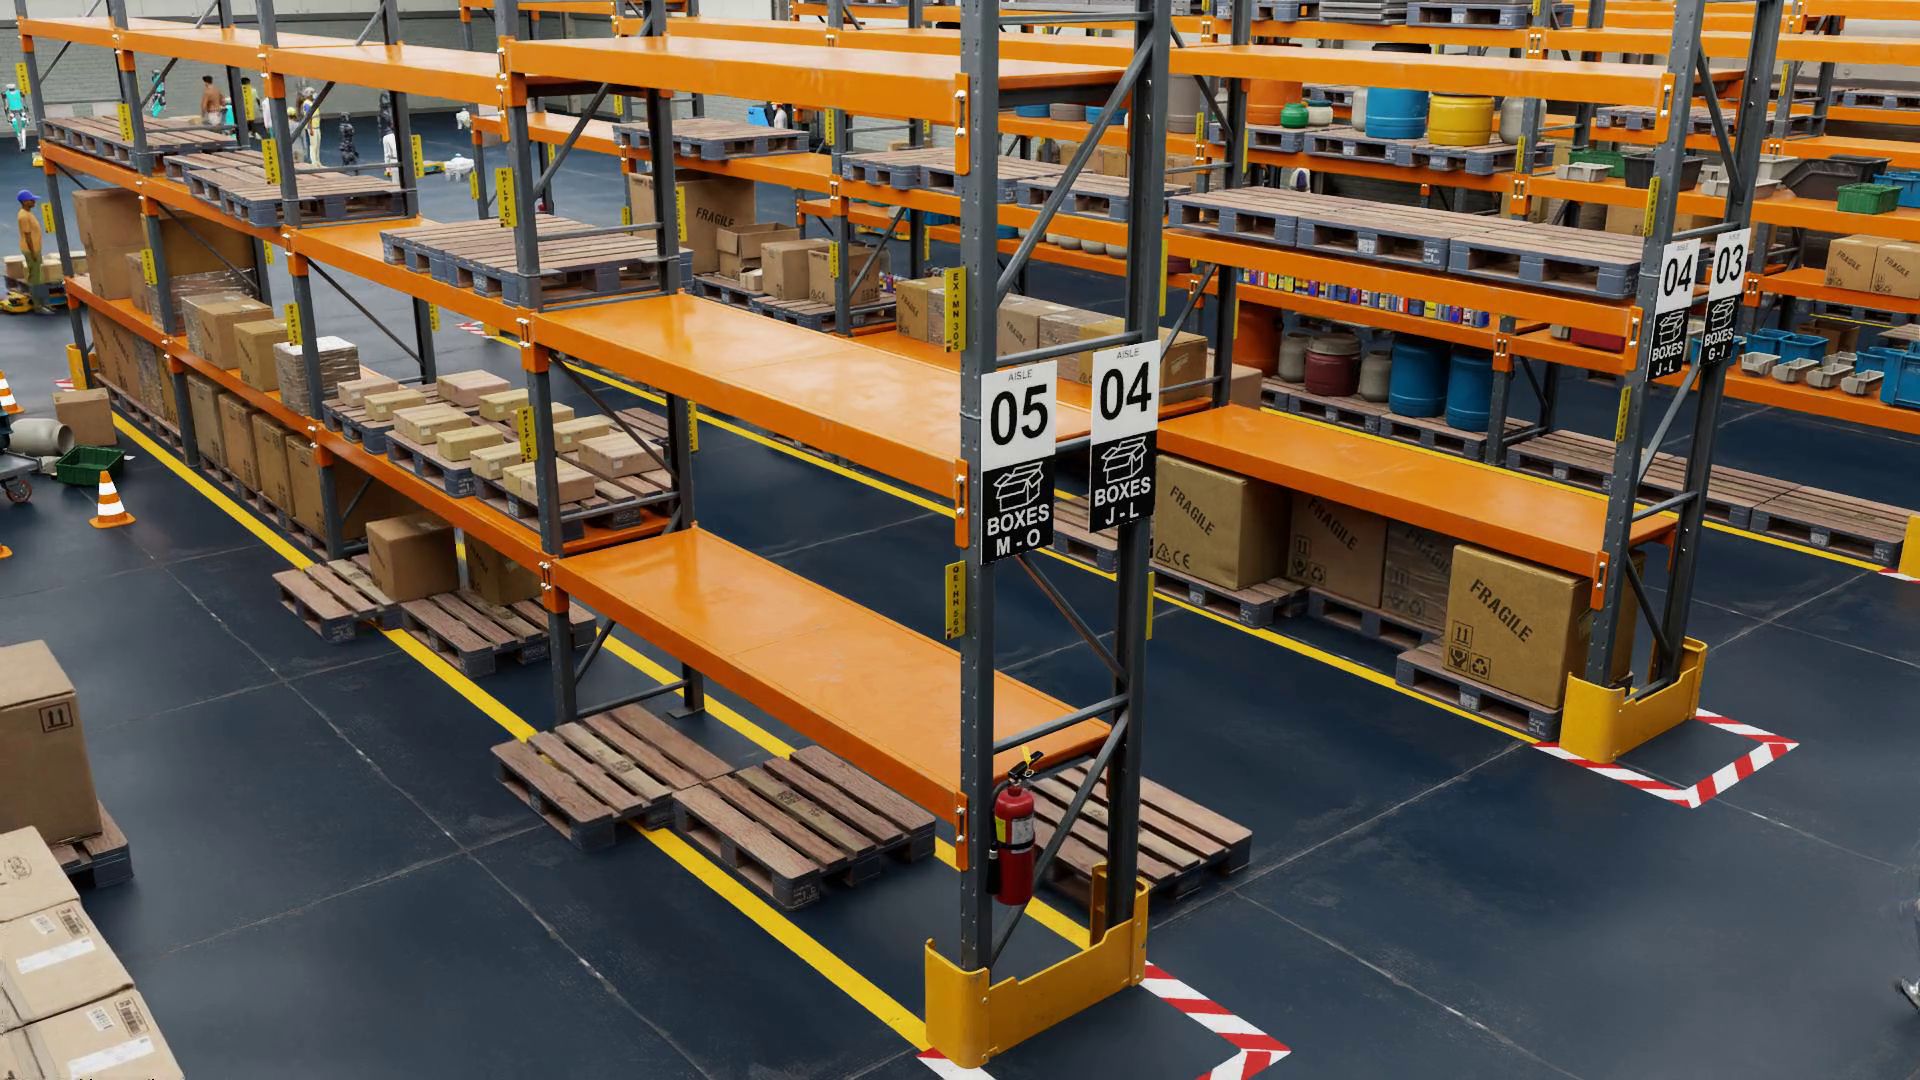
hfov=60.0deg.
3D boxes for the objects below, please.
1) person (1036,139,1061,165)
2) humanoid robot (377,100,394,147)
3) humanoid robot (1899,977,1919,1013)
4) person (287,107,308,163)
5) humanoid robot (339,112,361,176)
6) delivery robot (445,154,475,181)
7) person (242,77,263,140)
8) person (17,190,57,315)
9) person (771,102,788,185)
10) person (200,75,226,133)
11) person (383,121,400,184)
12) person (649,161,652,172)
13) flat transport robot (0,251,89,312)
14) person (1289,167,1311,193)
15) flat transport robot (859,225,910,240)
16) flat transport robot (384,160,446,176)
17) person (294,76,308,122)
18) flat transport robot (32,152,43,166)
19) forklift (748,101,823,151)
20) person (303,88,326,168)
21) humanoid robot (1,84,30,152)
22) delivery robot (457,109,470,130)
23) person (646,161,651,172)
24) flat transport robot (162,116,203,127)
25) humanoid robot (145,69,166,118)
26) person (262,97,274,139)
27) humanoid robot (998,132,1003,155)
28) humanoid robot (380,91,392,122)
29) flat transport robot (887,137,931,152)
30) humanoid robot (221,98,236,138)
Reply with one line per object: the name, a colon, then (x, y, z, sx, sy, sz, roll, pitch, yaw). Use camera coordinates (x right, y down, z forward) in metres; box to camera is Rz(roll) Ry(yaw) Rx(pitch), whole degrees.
person: (1.656, -6.815, 31.075, 0.536, 1.763, 0.402, -6, 20, -16)
humanoid robot: (-13.041, -9.241, 38.125, 0.364, 1.641, 0.635, 14, 24, 35)
humanoid robot: (4.791, 1.468, 7.589, 0.985, 1.774, 0.529, 7, 20, 18)
person: (-14.128, -8.286, 35.300, 0.531, 1.744, 0.593, -6, 20, -17)
humanoid robot: (-13.143, -8.332, 35.574, 0.719, 1.631, 0.589, 0, 19, -1)
delivery robot: (-11.172, -8.325, 37.220, 0.499, 0.610, 0.788, 7, 21, 19)
person: (-19.353, -11.760, 45.325, 0.864, 1.657, 0.526, 12, 23, 31)
person: (-12.855, -3.998, 23.128, 0.359, 1.718, 0.447, -7, 21, -20)
person: (-3.921, -8.723, 36.331, 0.382, 1.891, 0.564, -1, 19, -3)
person: (-19.587, -11.302, 43.770, 0.907, 1.819, 0.786, 4, 20, 11)
person: (-10.586, -7.031, 31.532, 0.573, 1.877, 0.343, -6, 20, -17)
person: (-5.070, -5.999, 28.451, 0.374, 1.966, 0.605, 7, 20, 18)
flat transport robot: (-12.961, -3.491, 23.871, 0.659, 0.231, 1.431, 18, 26, 41)
person: (5.585, -5.548, 27.369, 0.392, 1.830, 0.571, 3, 20, 10)
flat transport robot: (-1.123, -5.563, 29.768, 0.659, 0.231, 1.431, -15, 24, -37)
flat transport robot: (-12.477, -8.538, 38.235, 0.659, 0.231, 1.431, 10, 22, 25)
person: (-19.203, -12.925, 48.353, 0.530, 1.841, 0.938, 16, 25, 39)
flat transport robot: (-22.023, -9.214, 40.160, 0.659, 0.231, 1.431, -10, 22, -26)
forklift: (-4.526, -11.368, 42.374, 1.129, 2.768, 1.873, -15, 24, -37)
person: (-14.999, -9.512, 38.586, 0.392, 1.888, 0.546, 0, 19, 1)
humanoid robot: (-23.770, -10.623, 41.939, 0.559, 1.734, 1.009, -12, 23, -31)
delivery robot: (-14.306, -12.172, 48.133, 0.499, 0.585, 0.765, -12, 23, -31)
person: (-6.070, -7.595, 33.334, 0.474, 1.738, 0.336, -5, 20, -14)
flat transport robot: (-19.423, -9.739, 41.653, 1.431, 0.231, 0.659, -6, 20, -15)
humanoid robot: (-22.502, -12.227, 46.442, 0.543, 1.744, 0.681, 16, 25, 37)
person: (-16.249, -9.842, 39.483, 0.504, 1.903, 0.615, -4, 20, -11)
humanoid robot: (0.389, -7.249, 32.412, 1.003, 1.780, 0.530, -13, 23, -32)
humanoid robot: (-14.818, -11.093, 43.361, 0.599, 1.657, 0.315, -2, 19, -6)
flat transport robot: (-1.137, -7.997, 36.694, 0.659, 0.231, 1.431, -8, 21, -21)
humanoid robot: (-16.815, -9.244, 38.046, 1.010, 1.741, 0.530, 11, 22, 29)
